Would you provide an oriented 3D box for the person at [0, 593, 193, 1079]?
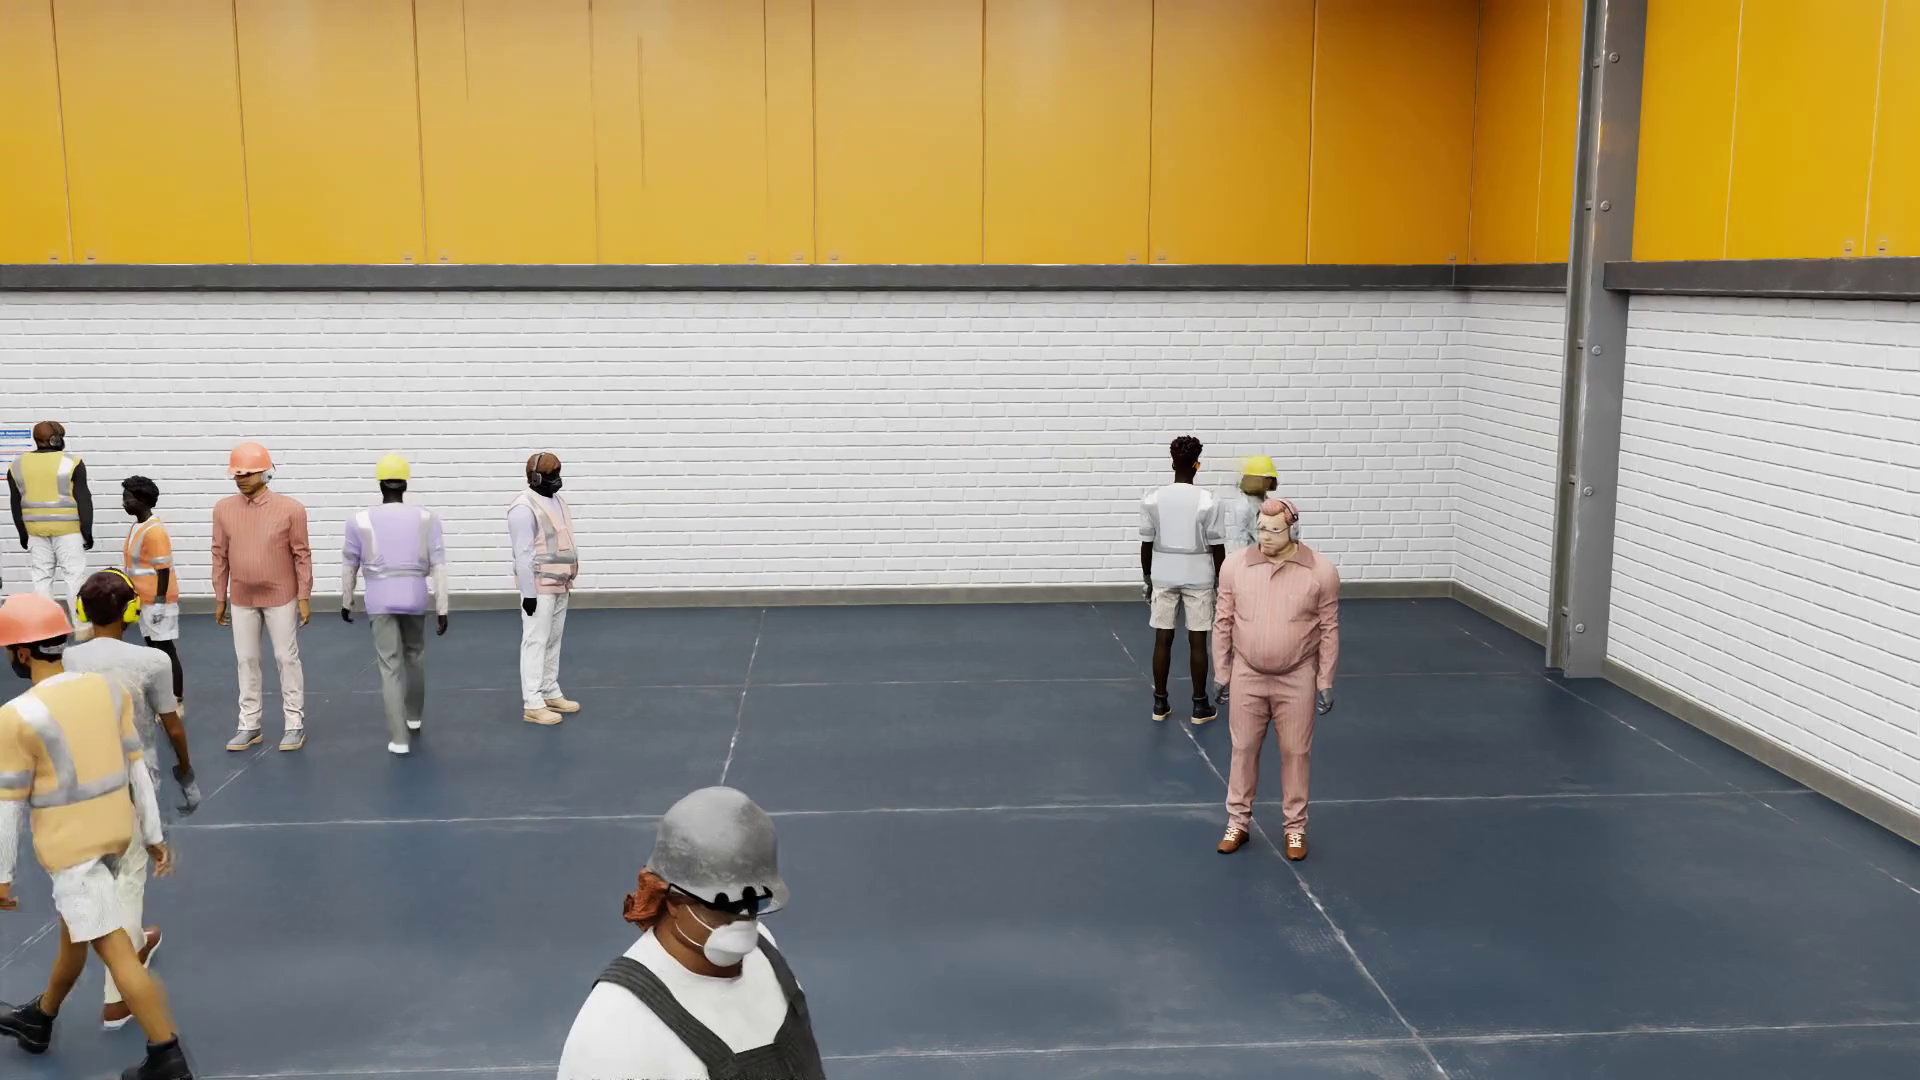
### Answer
[{"bbox_3d":[-3.336,1.122,6.221,1.070,1.858,0.549,3,9,15],"label":"person"}]

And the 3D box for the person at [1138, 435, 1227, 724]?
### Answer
[{"bbox_3d":[1.513,0.267,11.276,0.606,1.966,0.367,3,10,21],"label":"person"}]

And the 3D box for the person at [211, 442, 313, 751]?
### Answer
[{"bbox_3d":[-4.446,0.364,10.584,0.622,1.989,0.399,0,9,0],"label":"person"}]

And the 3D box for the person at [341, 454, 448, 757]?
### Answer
[{"bbox_3d":[-3.656,0.394,10.738,0.605,1.885,0.926,-5,10,-28],"label":"person"}]

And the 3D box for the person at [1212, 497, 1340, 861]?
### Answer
[{"bbox_3d":[1.626,0.719,8.646,0.652,1.899,0.403,3,10,18],"label":"person"}]

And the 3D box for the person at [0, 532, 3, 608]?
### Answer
[{"bbox_3d":[-7.183,0.200,11.931,0.670,1.891,0.669,1,9,5],"label":"person"}]

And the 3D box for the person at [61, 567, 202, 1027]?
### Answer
[{"bbox_3d":[-3.461,1.019,6.966,0.507,1.836,0.872,0,9,-3],"label":"person"}]

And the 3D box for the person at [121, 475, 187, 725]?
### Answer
[{"bbox_3d":[-5.478,0.401,11.271,0.317,1.695,0.540,-7,12,-39],"label":"person"}]

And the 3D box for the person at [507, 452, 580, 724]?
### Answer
[{"bbox_3d":[-2.819,0.317,11.352,0.429,1.841,0.634,2,9,10],"label":"person"}]

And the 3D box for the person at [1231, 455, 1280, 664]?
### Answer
[{"bbox_3d":[2.208,0.232,12.257,0.655,1.719,0.507,7,11,37],"label":"person"}]

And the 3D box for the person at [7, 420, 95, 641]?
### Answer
[{"bbox_3d":[-7.494,-0.070,13.788,0.625,1.840,0.430,-1,9,-4],"label":"person"}]
